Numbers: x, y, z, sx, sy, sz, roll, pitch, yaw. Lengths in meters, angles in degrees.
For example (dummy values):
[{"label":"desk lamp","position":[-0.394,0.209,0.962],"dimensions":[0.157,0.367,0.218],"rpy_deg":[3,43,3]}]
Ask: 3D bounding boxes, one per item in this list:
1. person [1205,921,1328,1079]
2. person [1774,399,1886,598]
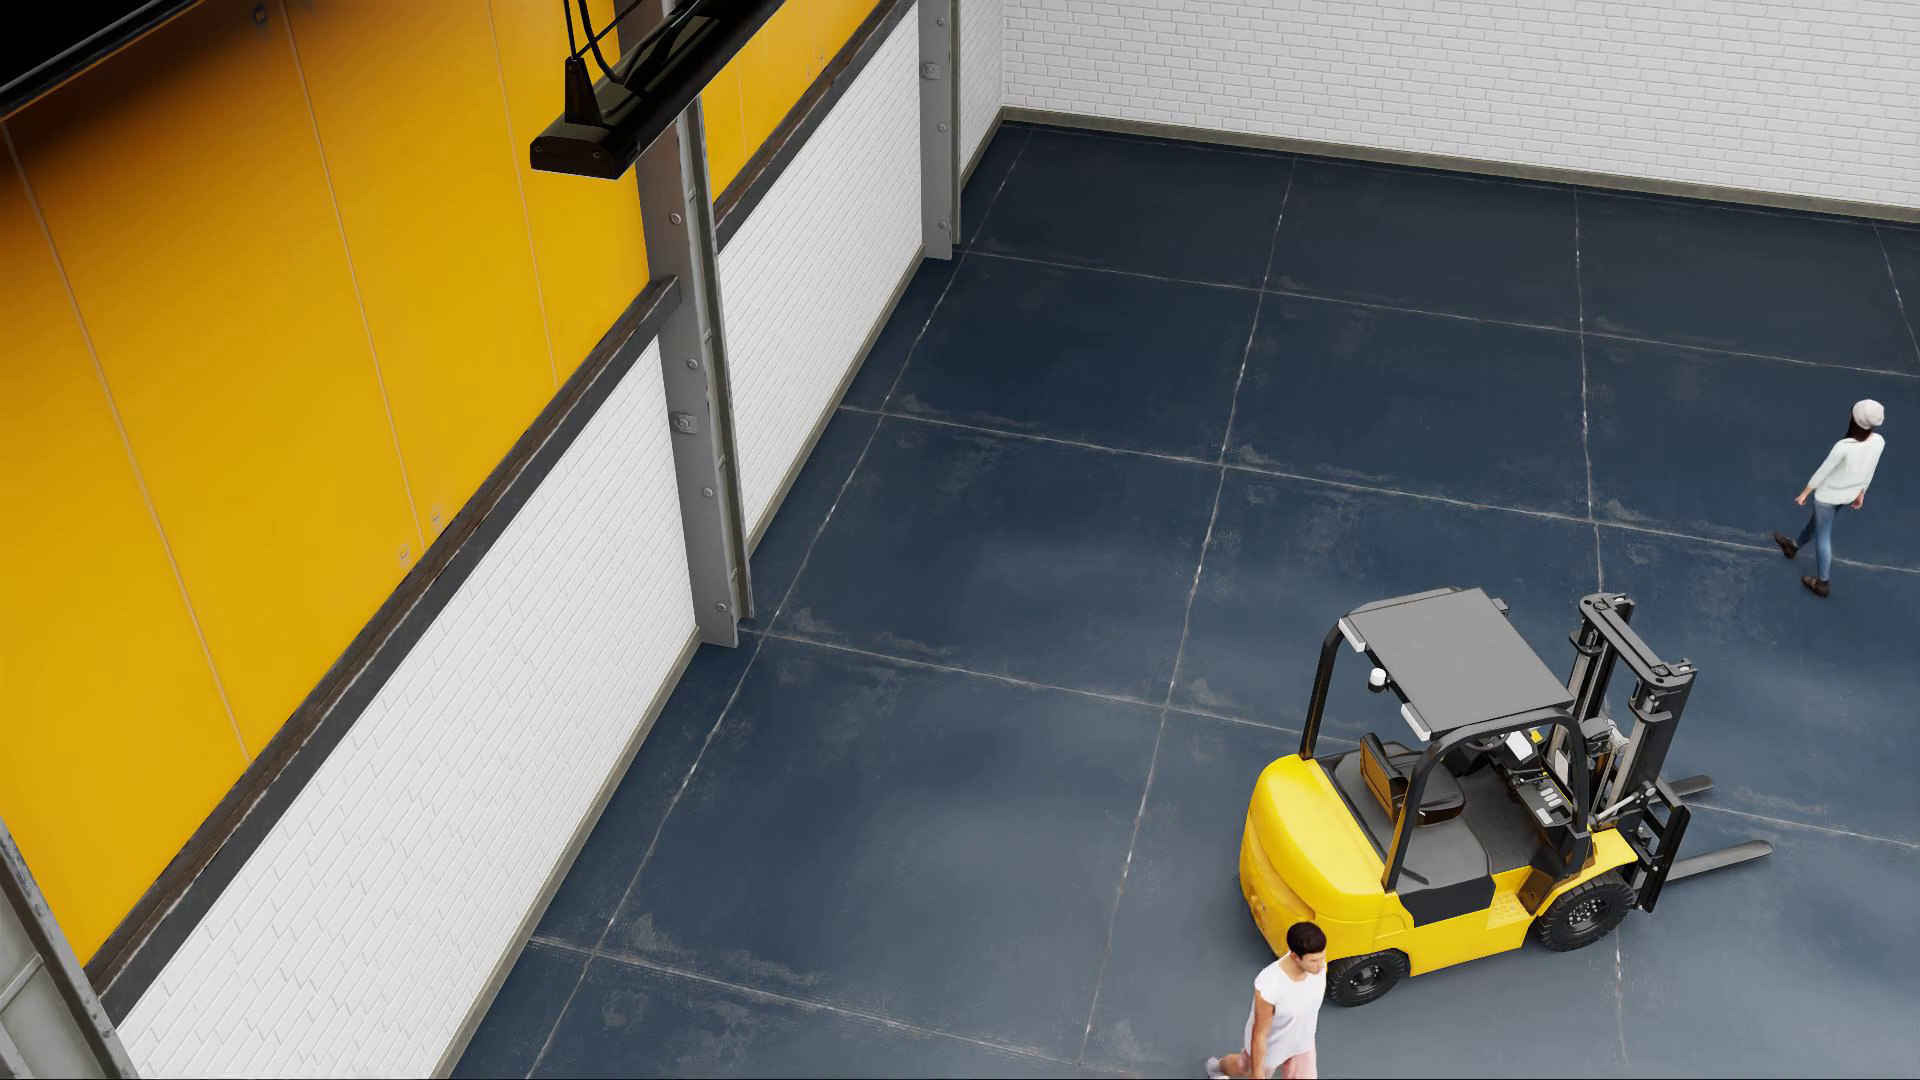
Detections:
[{"label":"person","position":[1.597,2.524,8.657],"dimensions":[1.156,1.751,1.168],"rpy_deg":[-23,44,-26]},{"label":"person","position":[6.514,-0.296,12.293],"dimensions":[0.890,1.621,1.041],"rpy_deg":[-10,40,-12]}]
